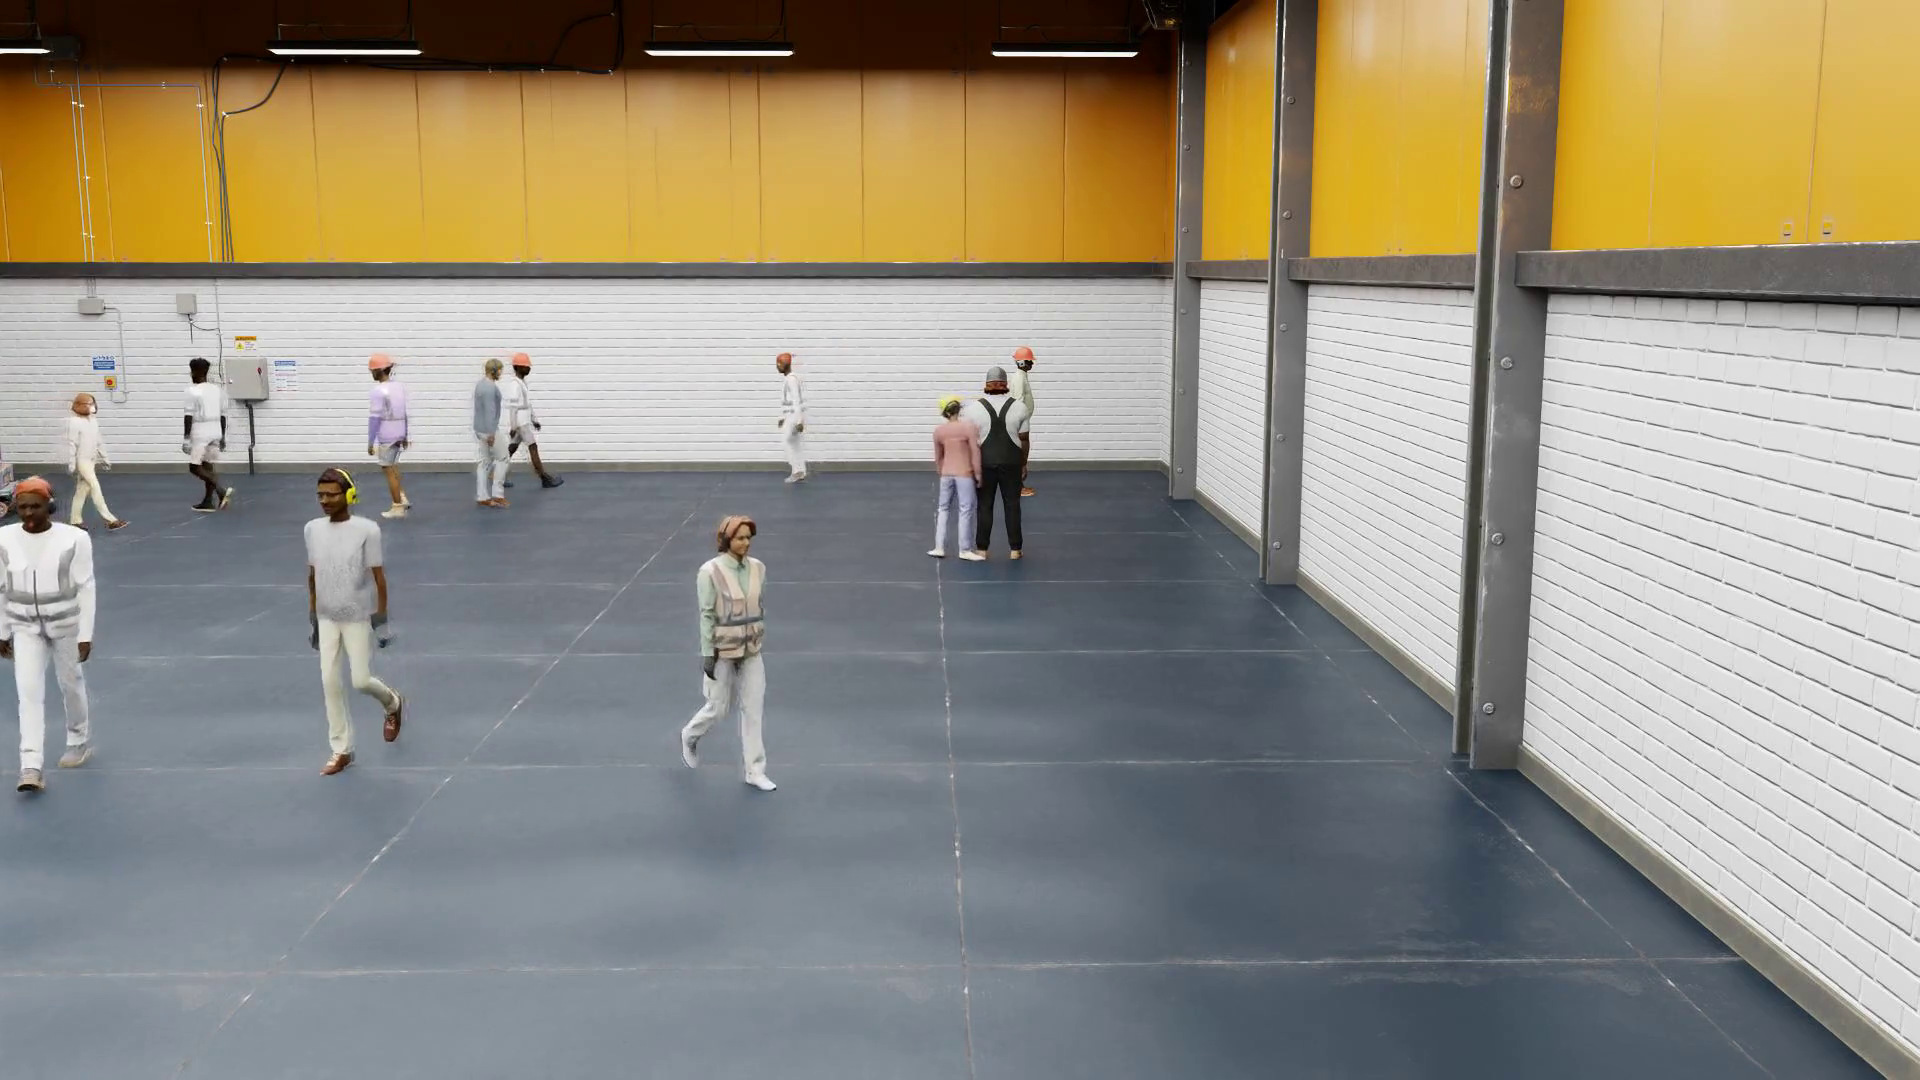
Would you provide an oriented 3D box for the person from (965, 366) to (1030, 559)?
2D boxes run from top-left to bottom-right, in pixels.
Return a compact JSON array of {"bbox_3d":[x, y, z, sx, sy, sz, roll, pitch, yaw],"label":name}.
[{"bbox_3d":[0.387,-0.816,17.429,0.678,2.000,0.537,0,9,-1],"label":"person"}]

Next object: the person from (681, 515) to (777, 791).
[{"bbox_3d":[-1.367,0.643,9.764,0.664,1.617,0.518,9,13,44],"label":"person"}]

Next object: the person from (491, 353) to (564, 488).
[{"bbox_3d":[-6.060,-1.647,23.006,0.996,1.890,0.546,-2,9,-9],"label":"person"}]

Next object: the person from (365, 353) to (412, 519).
[{"bbox_3d":[-6.933,-1.253,20.157,0.464,2.021,0.636,2,10,14],"label":"person"}]

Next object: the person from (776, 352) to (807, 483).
[{"bbox_3d":[-2.378,-1.718,23.516,0.487,1.862,0.581,-1,9,-8],"label":"person"}]

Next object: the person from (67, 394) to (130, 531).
[{"bbox_3d":[-9.957,-0.884,19.169,0.801,1.593,0.526,0,9,-1],"label":"person"}]

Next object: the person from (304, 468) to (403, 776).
[{"bbox_3d":[-3.728,0.463,10.177,0.517,1.853,0.694,2,9,11],"label":"person"}]

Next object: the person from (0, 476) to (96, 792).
[{"bbox_3d":[-5.407,0.527,9.831,0.583,1.834,0.935,-2,10,-14],"label":"person"}]

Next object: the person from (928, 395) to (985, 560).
[{"bbox_3d":[-0.011,-0.643,17.359,0.640,1.721,0.313,6,11,31],"label":"person"}]

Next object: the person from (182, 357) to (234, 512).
[{"bbox_3d":[-9.330,-1.294,20.643,0.646,1.949,0.638,3,10,19],"label":"person"}]

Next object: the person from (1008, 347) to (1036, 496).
[{"bbox_3d":[0.830,-1.594,22.333,0.386,1.996,0.610,0,9,2],"label":"person"}]

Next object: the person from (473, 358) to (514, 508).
[{"bbox_3d":[-5.937,-1.357,21.189,0.612,1.901,0.663,-5,11,-29],"label":"person"}]
